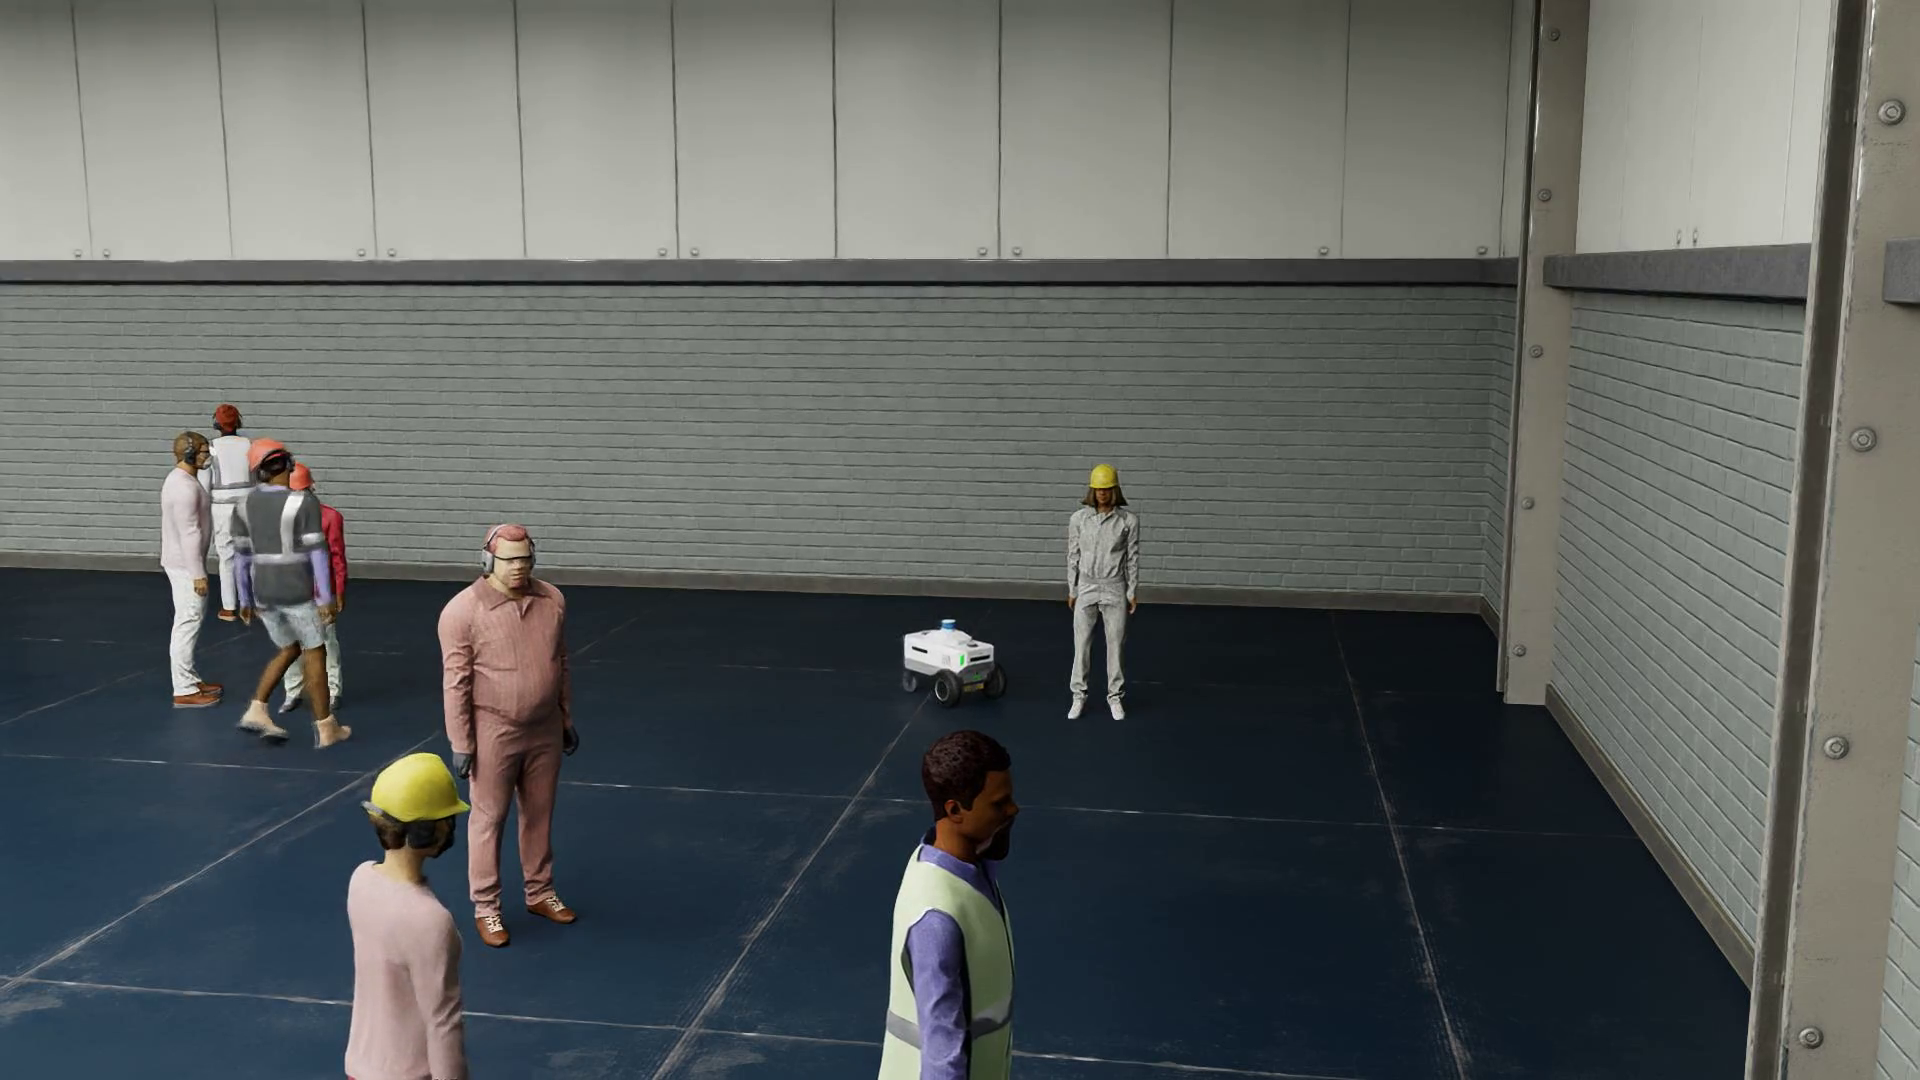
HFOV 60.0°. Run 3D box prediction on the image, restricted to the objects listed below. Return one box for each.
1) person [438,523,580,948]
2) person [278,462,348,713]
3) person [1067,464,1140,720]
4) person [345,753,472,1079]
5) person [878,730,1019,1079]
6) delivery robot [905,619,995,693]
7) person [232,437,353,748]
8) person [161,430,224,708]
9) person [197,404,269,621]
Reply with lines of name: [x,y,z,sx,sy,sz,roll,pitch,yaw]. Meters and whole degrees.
person: [-2.015,0.867,7.568,0.406,1.904,0.654,8,12,42]
person: [-4.496,0.328,11.396,0.571,1.743,0.353,-1,9,-4]
person: [0.961,0.354,11.225,0.483,1.745,0.301,1,9,7]
person: [-1.466,1.441,4.500,0.358,1.759,0.524,-9,13,-43]
person: [-0.018,1.409,4.186,0.380,1.915,0.596,1,9,3]
delivery robot: [-0.080,0.807,11.802,0.477,0.478,0.707,-7,12,-38]
person: [-4.287,0.352,10.523,0.674,1.992,0.569,4,10,22]
person: [-5.376,0.199,11.642,0.388,1.931,0.627,-4,10,-23]
person: [-6.302,-0.240,14.457,0.585,1.882,0.337,-6,11,-34]
